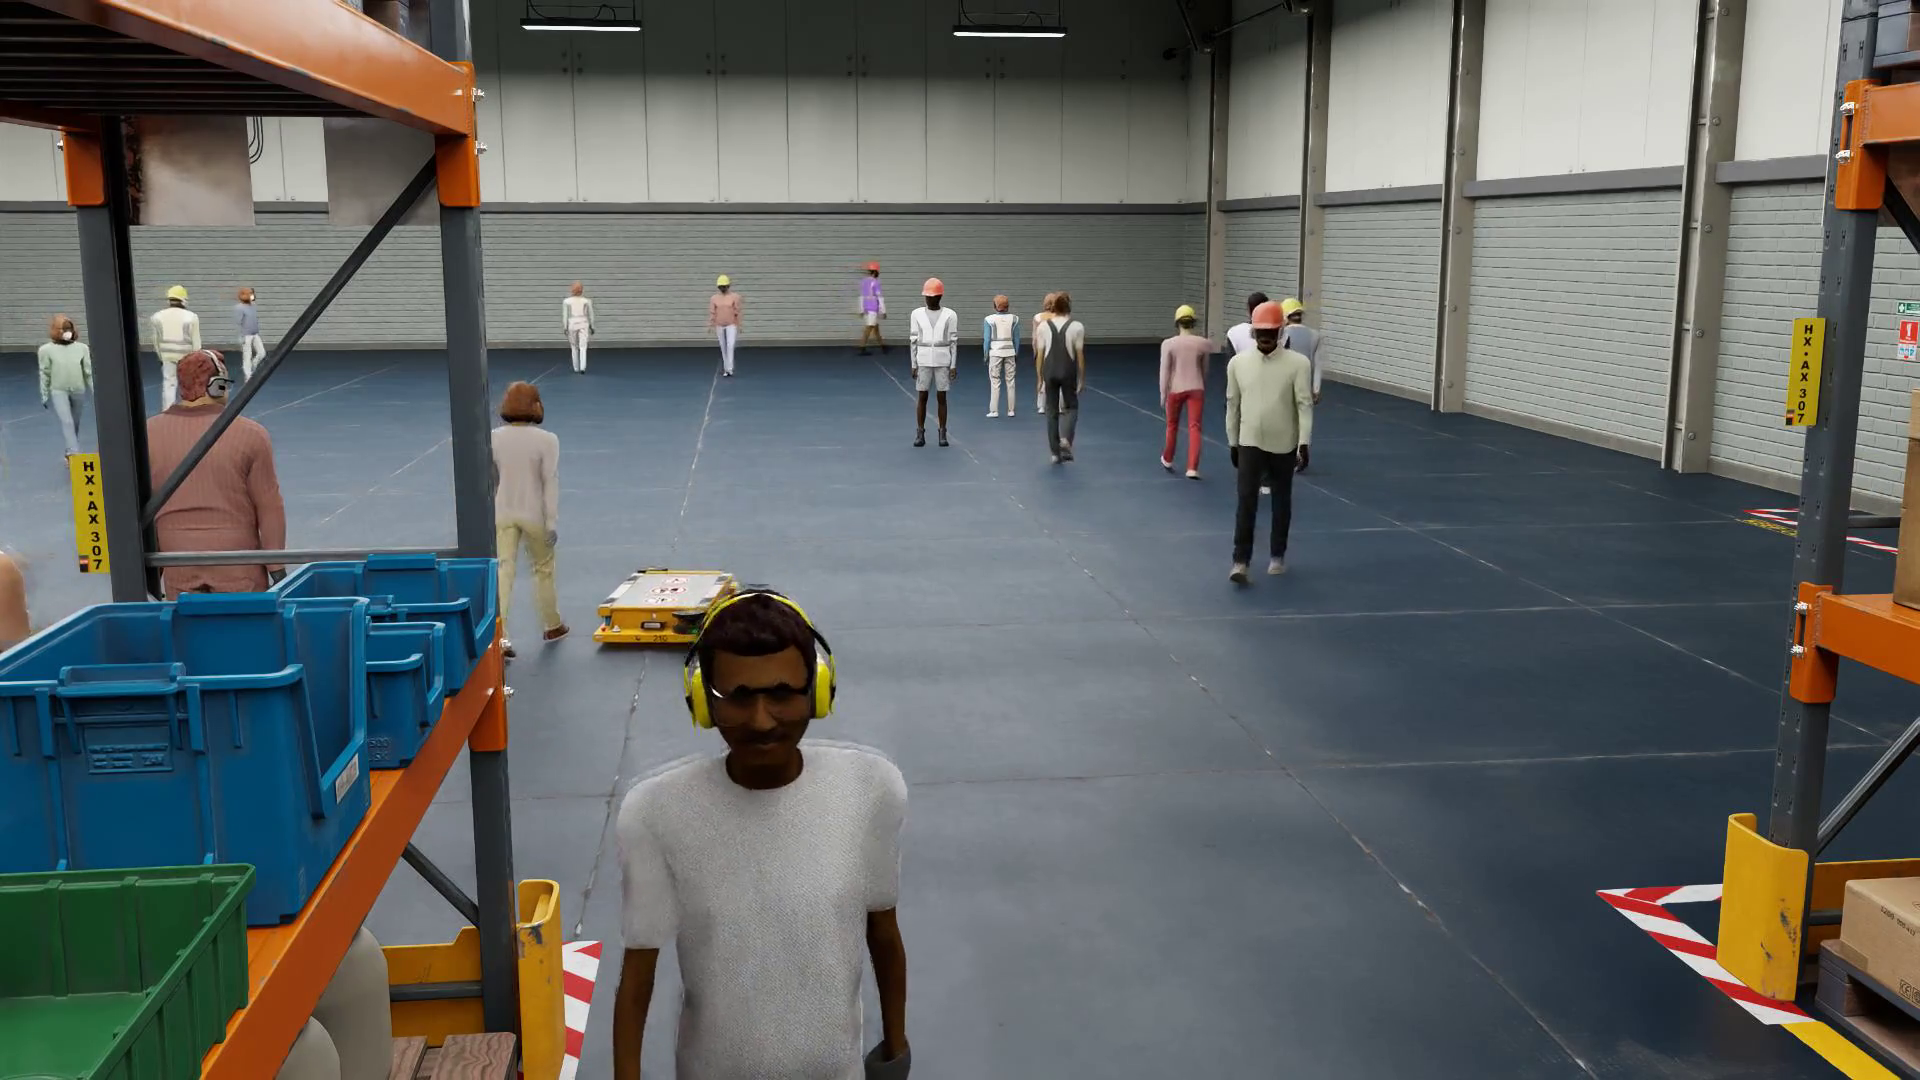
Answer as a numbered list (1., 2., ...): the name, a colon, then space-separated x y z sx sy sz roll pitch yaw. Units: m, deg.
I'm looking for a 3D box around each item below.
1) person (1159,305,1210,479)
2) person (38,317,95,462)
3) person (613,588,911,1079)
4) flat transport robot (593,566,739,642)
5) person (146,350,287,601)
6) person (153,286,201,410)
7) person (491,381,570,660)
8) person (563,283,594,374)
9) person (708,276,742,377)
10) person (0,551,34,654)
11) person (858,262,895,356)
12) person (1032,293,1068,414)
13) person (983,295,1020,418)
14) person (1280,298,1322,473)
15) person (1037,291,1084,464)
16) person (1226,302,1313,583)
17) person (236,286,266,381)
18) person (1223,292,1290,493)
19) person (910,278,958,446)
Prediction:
1. person: 2.252 -1.498 16.773 0.522 1.709 0.904 -1 10 -3
2. person: -9.257 -1.524 17.268 0.864 1.590 0.518 9 14 42
3. person: -0.314 0.993 2.795 0.543 1.830 0.885 -2 11 -11
4. flat transport robot: -1.809 0.390 10.391 0.652 0.197 1.431 0 10 1
5. person: -3.377 0.090 7.551 0.651 1.906 0.401 -1 10 -5
6. person: -9.938 -2.334 21.177 0.598 1.788 0.933 -1 10 -5
7. person: -2.528 -0.120 9.591 0.511 1.585 0.886 2 10 9
8. person: -6.726 -3.733 29.357 0.532 1.596 0.861 -2 11 -13
9. person: -4.052 -3.646 28.498 0.555 1.724 0.854 1 10 5
10. person: -2.914 0.639 4.601 0.649 1.872 0.880 3 11 17
11. person: -1.690 -4.681 33.739 0.987 1.883 0.574 -7 13 -34
12. person: 1.238 -2.518 22.574 0.522 1.640 0.305 2 10 10
13. person: 0.556 -2.440 22.150 0.513 1.641 0.307 -4 11 -19
14. person: 3.435 -1.587 17.104 0.592 1.785 0.900 -2 11 -11
15. person: 1.061 -1.711 17.622 0.504 1.834 0.437 2 11 12
16. person: 2.136 -0.669 11.590 0.630 1.945 1.013 3 11 18
17. person: -11.407 -3.276 26.765 0.340 1.620 0.530 2 11 12
18. person: 2.778 -1.364 15.554 0.638 1.895 0.510 0 10 0
19. person: -0.302 -2.033 19.114 0.544 1.933 0.376 0 10 1
